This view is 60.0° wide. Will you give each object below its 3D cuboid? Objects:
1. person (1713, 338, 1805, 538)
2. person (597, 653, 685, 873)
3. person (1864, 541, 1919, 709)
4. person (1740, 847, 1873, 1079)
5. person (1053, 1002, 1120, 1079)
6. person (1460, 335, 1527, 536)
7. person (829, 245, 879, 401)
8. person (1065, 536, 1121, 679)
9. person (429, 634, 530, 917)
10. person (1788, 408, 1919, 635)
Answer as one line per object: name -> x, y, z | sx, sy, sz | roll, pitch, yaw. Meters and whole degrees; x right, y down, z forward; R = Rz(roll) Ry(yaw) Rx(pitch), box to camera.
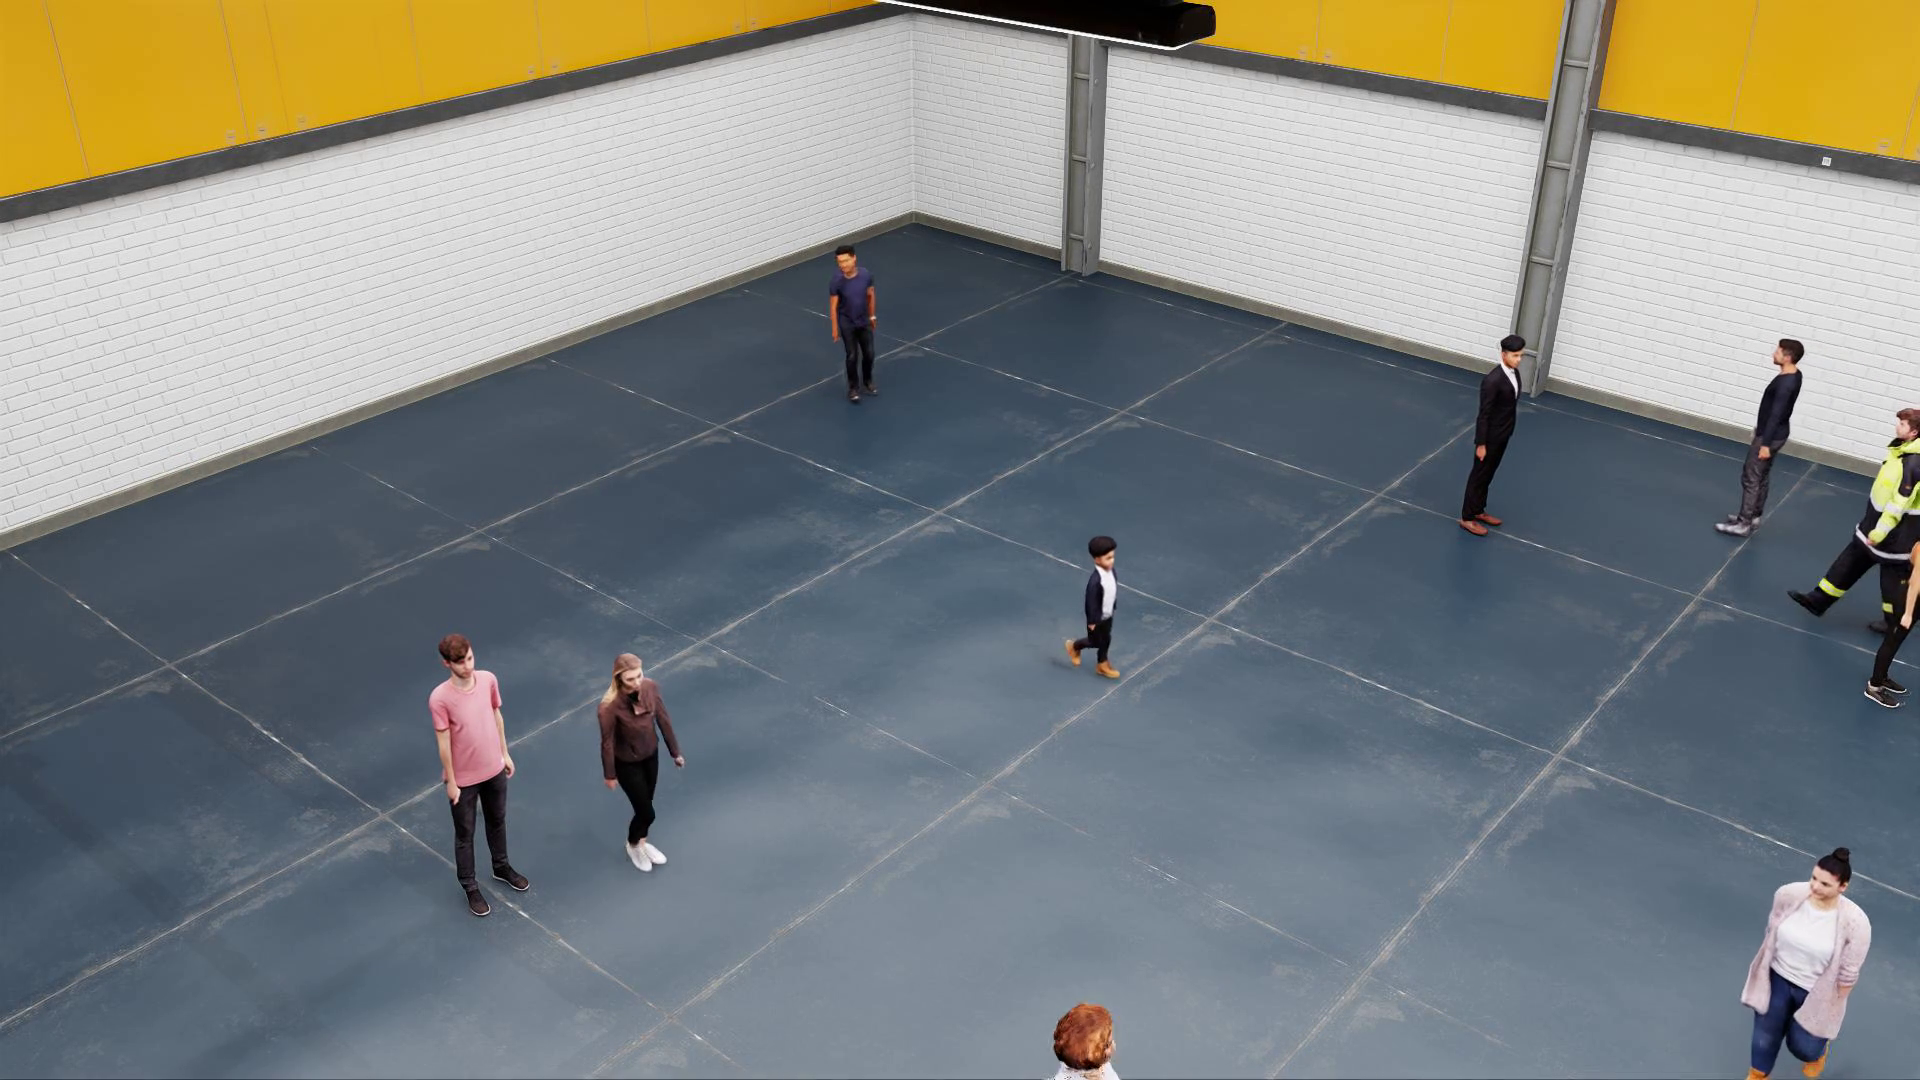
person -> 7.280, -0.913, 14.860 | 0.610, 1.865, 0.651 | 20, 35, 33
person -> -2.158, 1.406, 10.795 | 0.601, 1.687, 0.650 | 18, 34, 30
person -> 7.181, 0.467, 12.562 | 0.490, 1.643, 0.549 | 23, 36, 36
person -> 4.618, 2.354, 9.009 | 0.834, 1.733, 0.847 | -20, 35, -32
person -> 0.524, 2.925, 7.994 | 0.641, 1.703, 0.731 | 22, 36, 34
person -> 4.787, -0.971, 14.952 | 0.538, 1.878, 0.690 | 23, 36, 36
person -> -1.093, -2.295, 17.508 | 0.806, 1.756, 0.832 | -17, 33, -28
person -> 1.042, 0.514, 12.921 | 0.675, 1.216, 0.501 | 21, 35, 34
person -> -3.056, 1.433, 10.463 | 0.539, 1.957, 0.622 | 23, 36, 36
person -> 7.539, -0.091, 13.285 | 1.330, 1.930, 1.116 | 7, 29, 12
